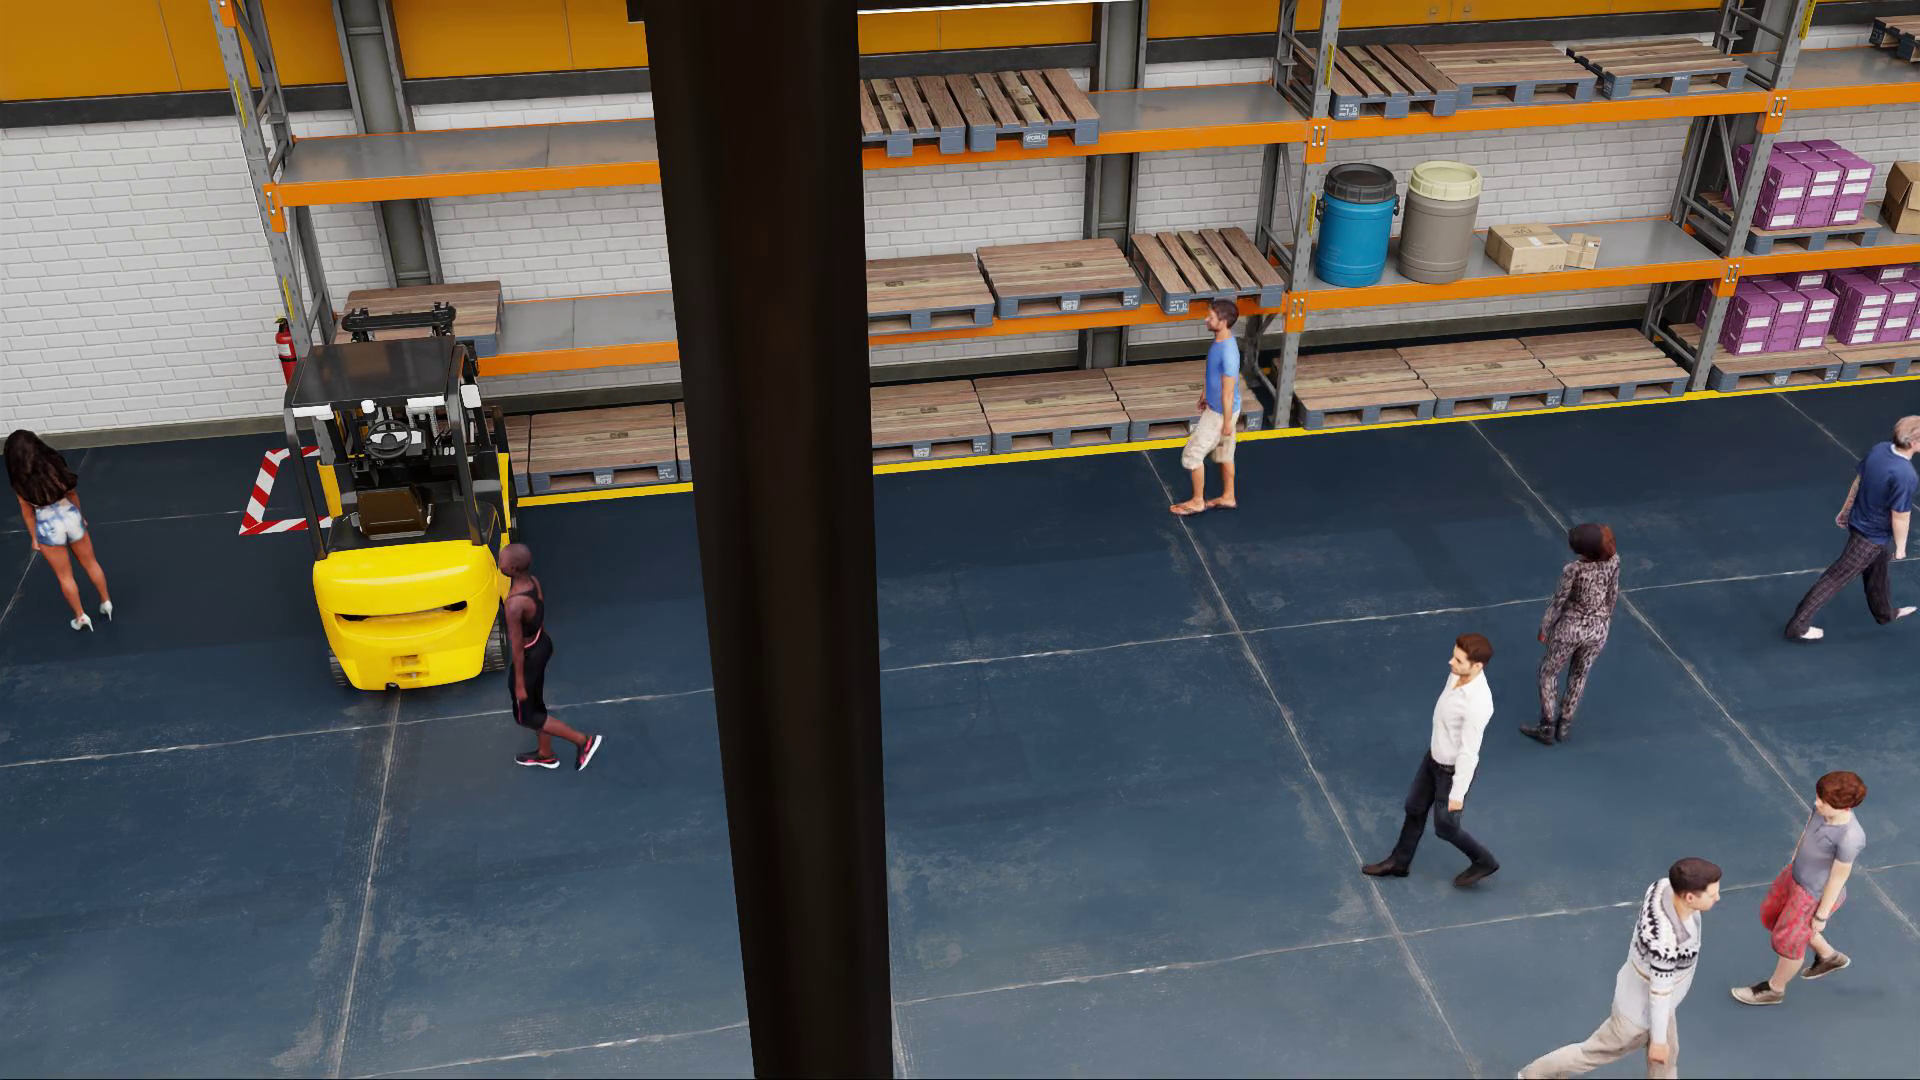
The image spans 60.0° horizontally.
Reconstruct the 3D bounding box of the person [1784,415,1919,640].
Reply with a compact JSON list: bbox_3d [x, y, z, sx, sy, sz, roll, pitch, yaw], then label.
[{"bbox_3d":[6.255,-0.035,11.628,1.237,1.819,0.860,1,34,2],"label":"person"}]

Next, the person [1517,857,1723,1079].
[{"bbox_3d":[3.279,2.246,8.203,1.315,1.812,1.168,15,36,21],"label":"person"}]

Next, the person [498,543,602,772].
[{"bbox_3d":[-2.610,0.785,10.463,0.909,1.743,0.710,2,34,3],"label":"person"}]

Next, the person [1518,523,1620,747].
[{"bbox_3d":[4.041,0.591,10.803,0.515,1.690,0.685,4,34,6],"label":"person"}]

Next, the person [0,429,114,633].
[{"bbox_3d":[-6.415,-0.063,11.850,0.740,1.620,0.680,21,39,28],"label":"person"}]

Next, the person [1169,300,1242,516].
[{"bbox_3d":[2.134,-1.024,13.092,0.868,1.847,0.753,3,34,5],"label":"person"}]

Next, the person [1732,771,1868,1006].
[{"bbox_3d":[4.650,1.879,8.913,0.890,1.637,0.702,2,34,3],"label":"person"}]

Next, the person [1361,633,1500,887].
[{"bbox_3d":[2.896,1.311,9.574,1.064,1.851,0.796,0,34,0],"label":"person"}]
